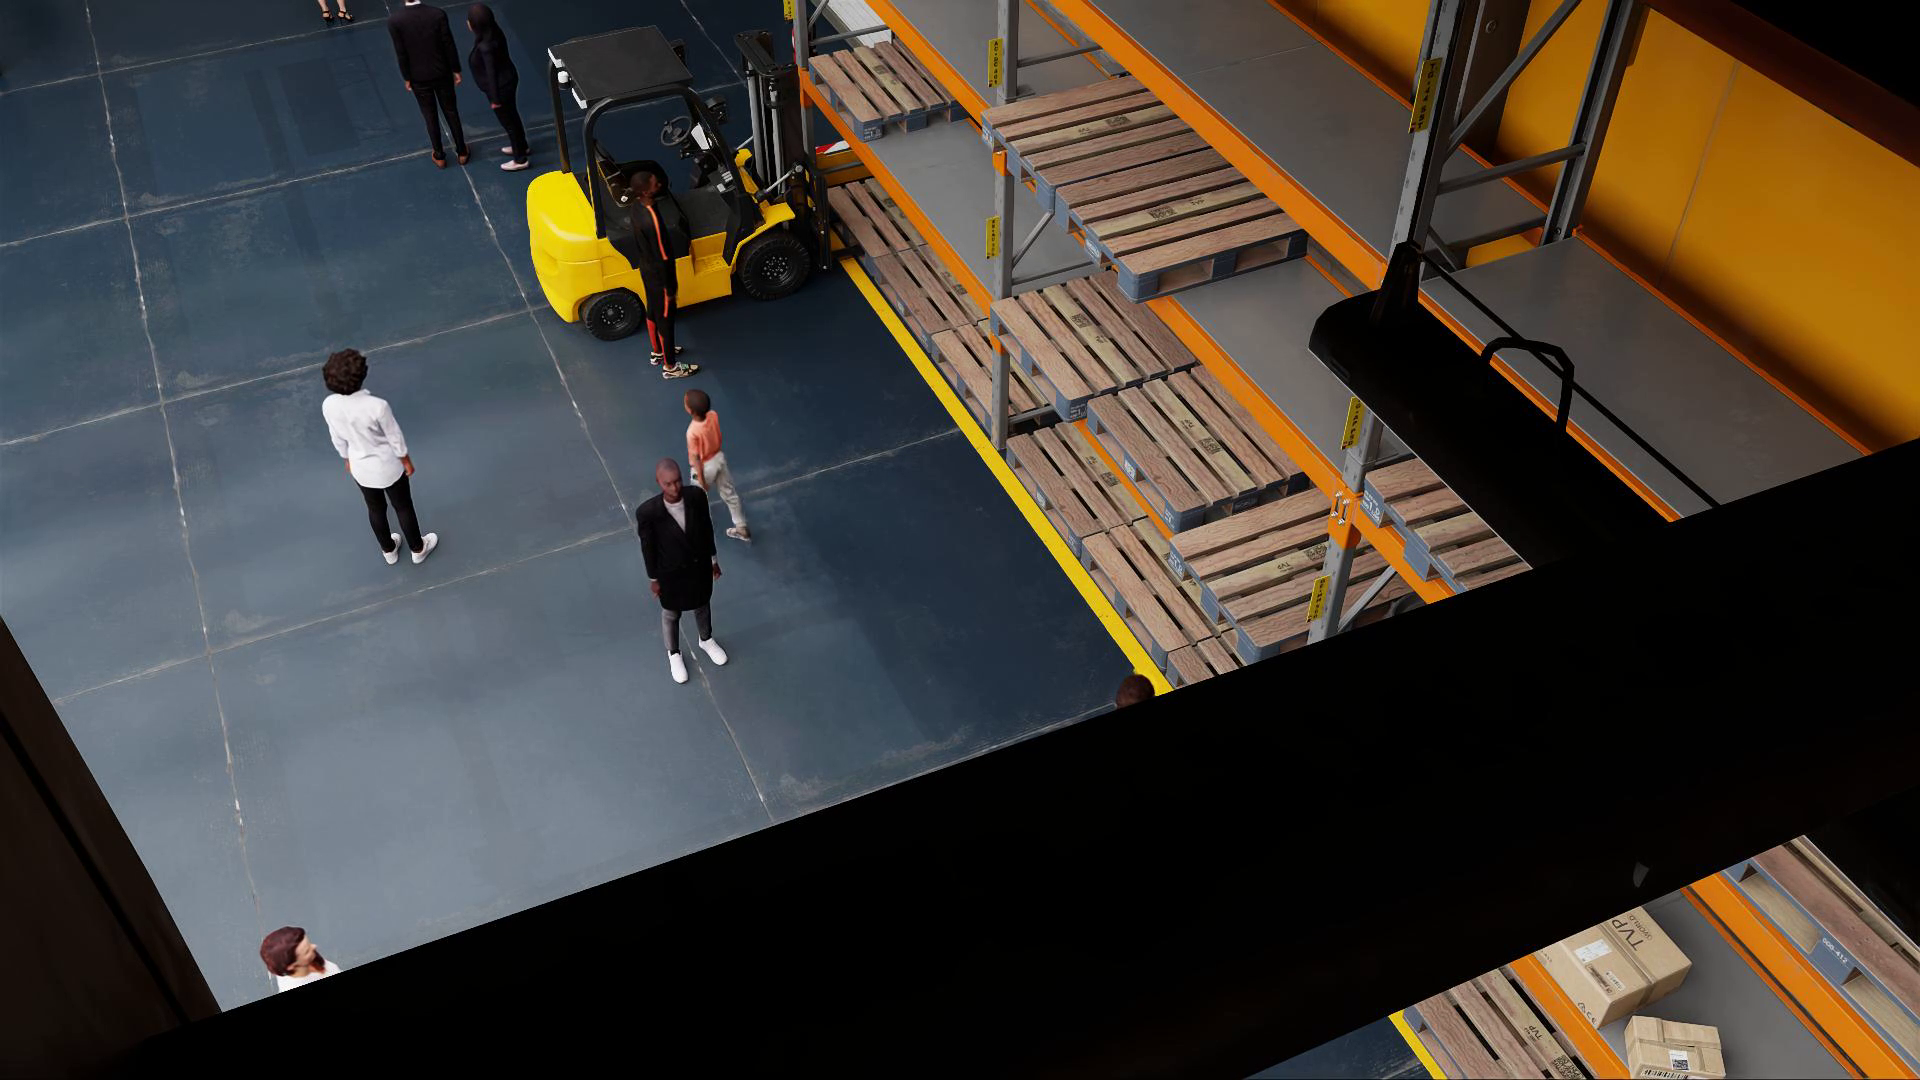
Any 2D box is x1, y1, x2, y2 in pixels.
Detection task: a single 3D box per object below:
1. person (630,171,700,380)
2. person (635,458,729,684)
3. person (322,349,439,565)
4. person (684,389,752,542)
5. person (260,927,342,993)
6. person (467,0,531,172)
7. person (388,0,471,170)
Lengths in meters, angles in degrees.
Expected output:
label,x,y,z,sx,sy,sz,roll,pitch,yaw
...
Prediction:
label,x,y,z,sx,sy,sz,roll,pitch,yaw
person,-2.386,-2.099,13.079,0.683,1.808,0.486,-21,47,-20
person,-1.798,0.161,10.741,0.663,1.761,0.582,-23,48,-22
person,-4.026,-0.552,11.454,0.722,1.810,0.732,2,44,2
person,-1.726,-0.513,11.792,0.960,1.287,0.722,29,51,27
person,-3.133,2.493,8.268,0.686,1.795,0.485,-22,48,-22
person,-4.264,-4.225,15.453,0.766,1.612,0.657,-6,44,-6
person,-4.899,-4.326,15.362,0.704,1.884,0.557,-15,46,-15
